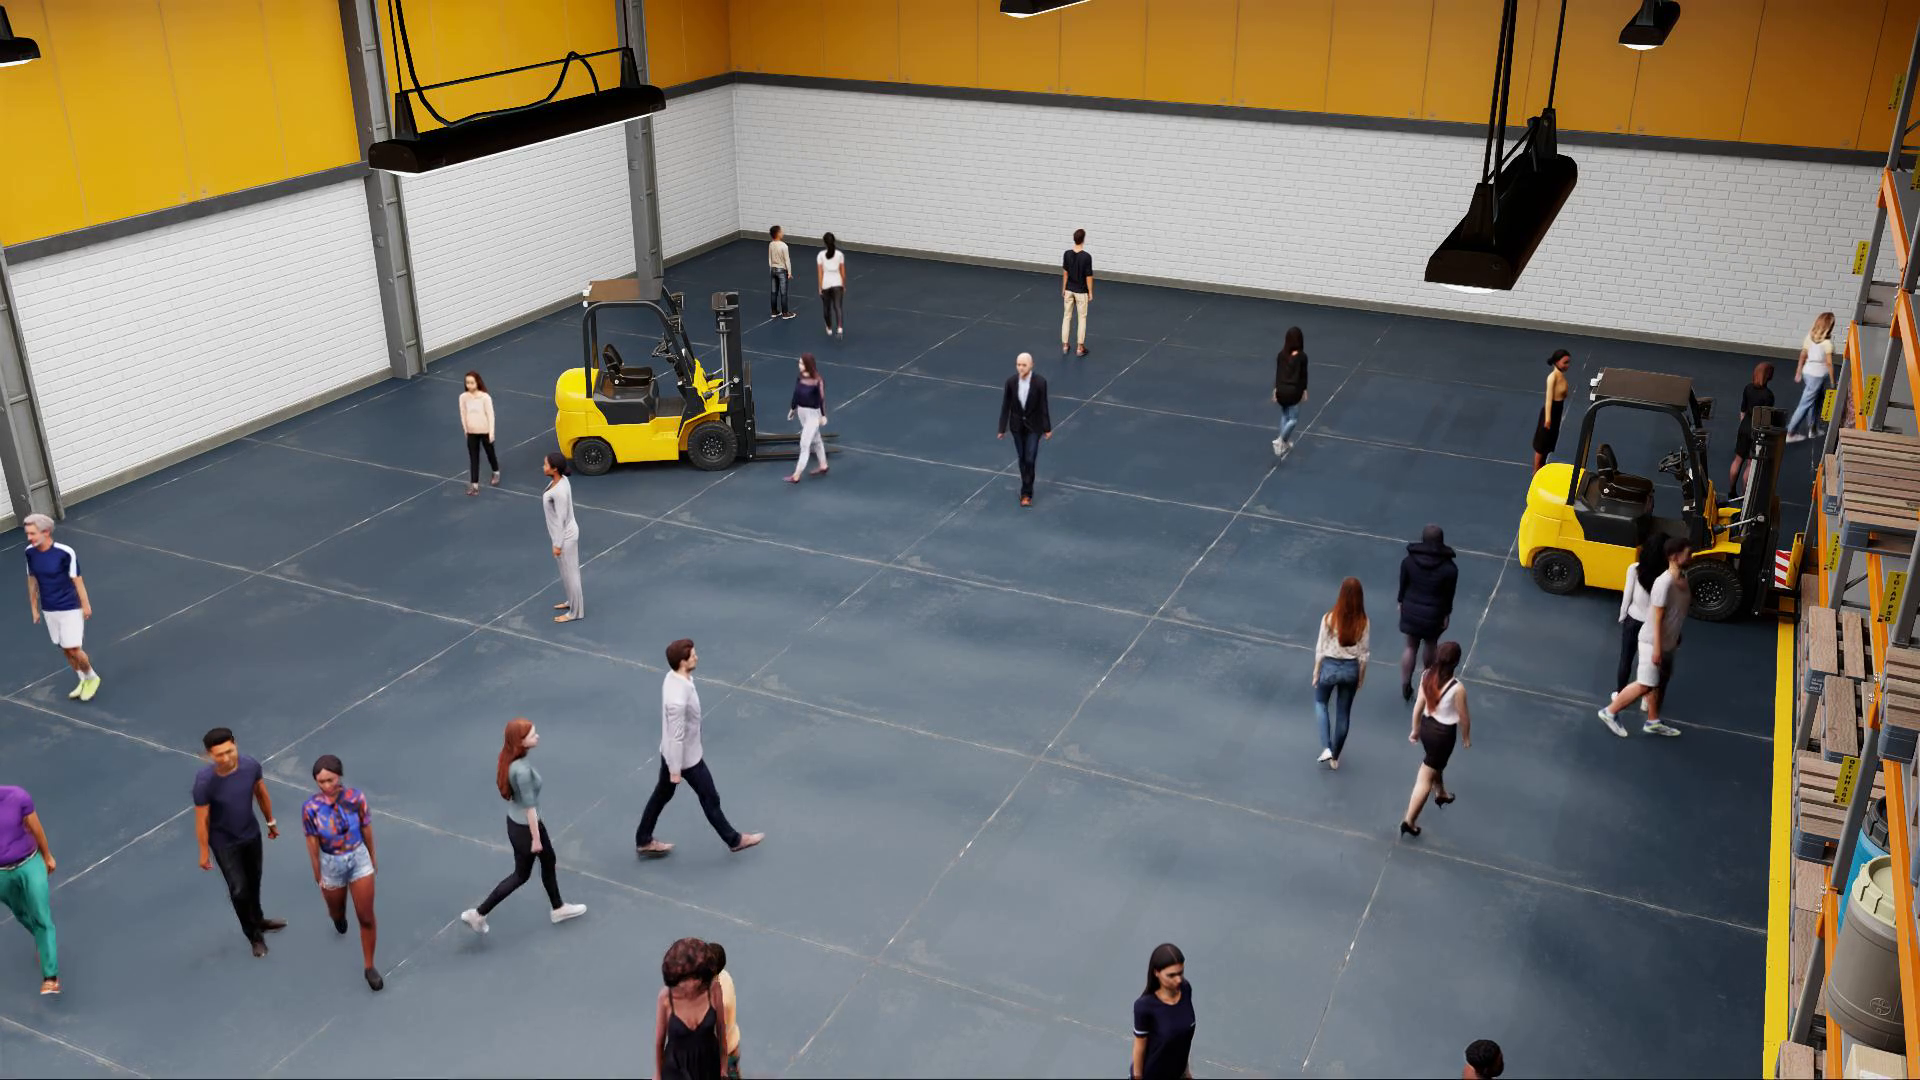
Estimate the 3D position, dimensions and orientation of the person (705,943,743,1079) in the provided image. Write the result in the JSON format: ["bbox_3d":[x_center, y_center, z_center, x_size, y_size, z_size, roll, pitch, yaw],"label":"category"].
[{"bbox_3d":[-1.344,2.972,9.826,0.808,1.449,0.776,-3,24,-6],"label":"person"}]

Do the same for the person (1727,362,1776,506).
[{"bbox_3d":[9.104,-1.226,19.107,0.706,1.706,0.641,-8,25,-17],"label":"person"}]

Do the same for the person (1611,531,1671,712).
[{"bbox_3d":[6.059,0.706,14.696,0.636,1.700,0.580,8,25,18],"label":"person"}]

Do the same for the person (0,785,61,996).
[{"bbox_3d":[-6.419,2.188,11.279,1.155,1.720,1.174,-11,26,-24],"label":"person"}]

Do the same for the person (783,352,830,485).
[{"bbox_3d":[-1.742,-1.473,19.836,1.081,1.574,0.888,-18,29,-35],"label":"person"}]

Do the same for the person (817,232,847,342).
[{"bbox_3d":[-1.919,-3.798,25.099,0.981,1.619,1.120,-5,24,-11],"label":"person"}]

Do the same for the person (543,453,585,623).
[{"bbox_3d":[-3.898,-0.052,16.385,0.777,1.736,0.681,-4,24,-10],"label":"person"}]

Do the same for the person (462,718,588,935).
[{"bbox_3d":[-3.117,2.044,11.616,1.151,1.715,1.047,-11,26,-23],"label":"person"}]

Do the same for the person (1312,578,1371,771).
[{"bbox_3d":[3.128,1.139,13.678,0.692,1.721,0.749,2,24,5],"label":"person"}]

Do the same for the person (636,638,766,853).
[{"bbox_3d":[-2.178,1.617,12.494,1.224,1.794,1.241,-5,24,-12],"label":"person"}]

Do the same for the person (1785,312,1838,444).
[{"bbox_3d":[10.661,-2.021,20.923,0.931,1.707,0.912,-3,24,-7],"label":"person"}]

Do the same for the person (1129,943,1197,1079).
[{"bbox_3d":[1.115,3.006,9.352,0.624,1.766,0.720,-15,28,-30],"label":"person"}]

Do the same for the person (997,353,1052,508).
[{"bbox_3d":[0.790,-1.329,19.259,0.793,1.774,1.010,8,25,17],"label":"person"}]

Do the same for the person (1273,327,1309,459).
[{"bbox_3d":[4.050,-1.799,20.515,0.693,1.628,0.966,17,29,33],"label":"person"}]

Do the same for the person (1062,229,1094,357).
[{"bbox_3d":[1.714,-3.647,24.460,0.633,1.854,0.545,12,26,26],"label":"person"}]

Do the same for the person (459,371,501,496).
[{"bbox_3d":[-5.613,-1.284,19.564,0.801,1.447,1.057,2,24,5],"label":"person"}]

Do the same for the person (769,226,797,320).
[{"bbox_3d":[-2.864,-4.239,26.303,0.579,1.462,0.523,14,27,29],"label":"person"}]

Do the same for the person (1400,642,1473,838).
[{"bbox_3d":[3.617,1.575,12.814,1.047,1.615,0.850,-16,28,-32],"label":"person"}]

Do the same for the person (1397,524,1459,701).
[{"bbox_3d":[4.119,0.660,14.861,0.683,1.652,0.910,12,26,25],"label":"person"}]

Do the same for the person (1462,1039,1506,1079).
[{"bbox_3d":[2.877,3.307,9.301,0.654,1.254,0.552,-2,24,-6],"label":"person"}]

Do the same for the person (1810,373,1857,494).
[{"bbox_3d":[10.430,-1.346,19.291,0.905,1.780,0.794,-3,24,-8],"label":"person"}]

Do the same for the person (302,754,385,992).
[{"bbox_3d":[-4.183,2.188,11.272,1.025,1.727,1.004,-13,27,-27],"label":"person"}]

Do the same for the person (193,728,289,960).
[{"bbox_3d":[-5.054,2.046,11.536,0.836,1.775,0.680,14,27,29],"label":"person"}]

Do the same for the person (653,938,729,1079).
[{"bbox_3d":[-1.543,2.956,9.475,1.076,1.758,1.078,-11,26,-24],"label":"person"}]

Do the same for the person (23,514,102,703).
[{"bbox_3d":[-7.957,0.567,14.863,0.717,1.821,0.701,5,24,10],"label":"person"}]

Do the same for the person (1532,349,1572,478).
[{"bbox_3d":[7.002,-1.457,19.701,0.669,1.653,0.543,17,29,34],"label":"person"}]

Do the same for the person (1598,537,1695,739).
[{"bbox_3d":[5.941,0.832,14.212,0.928,1.855,0.913,12,26,26],"label":"person"}]
